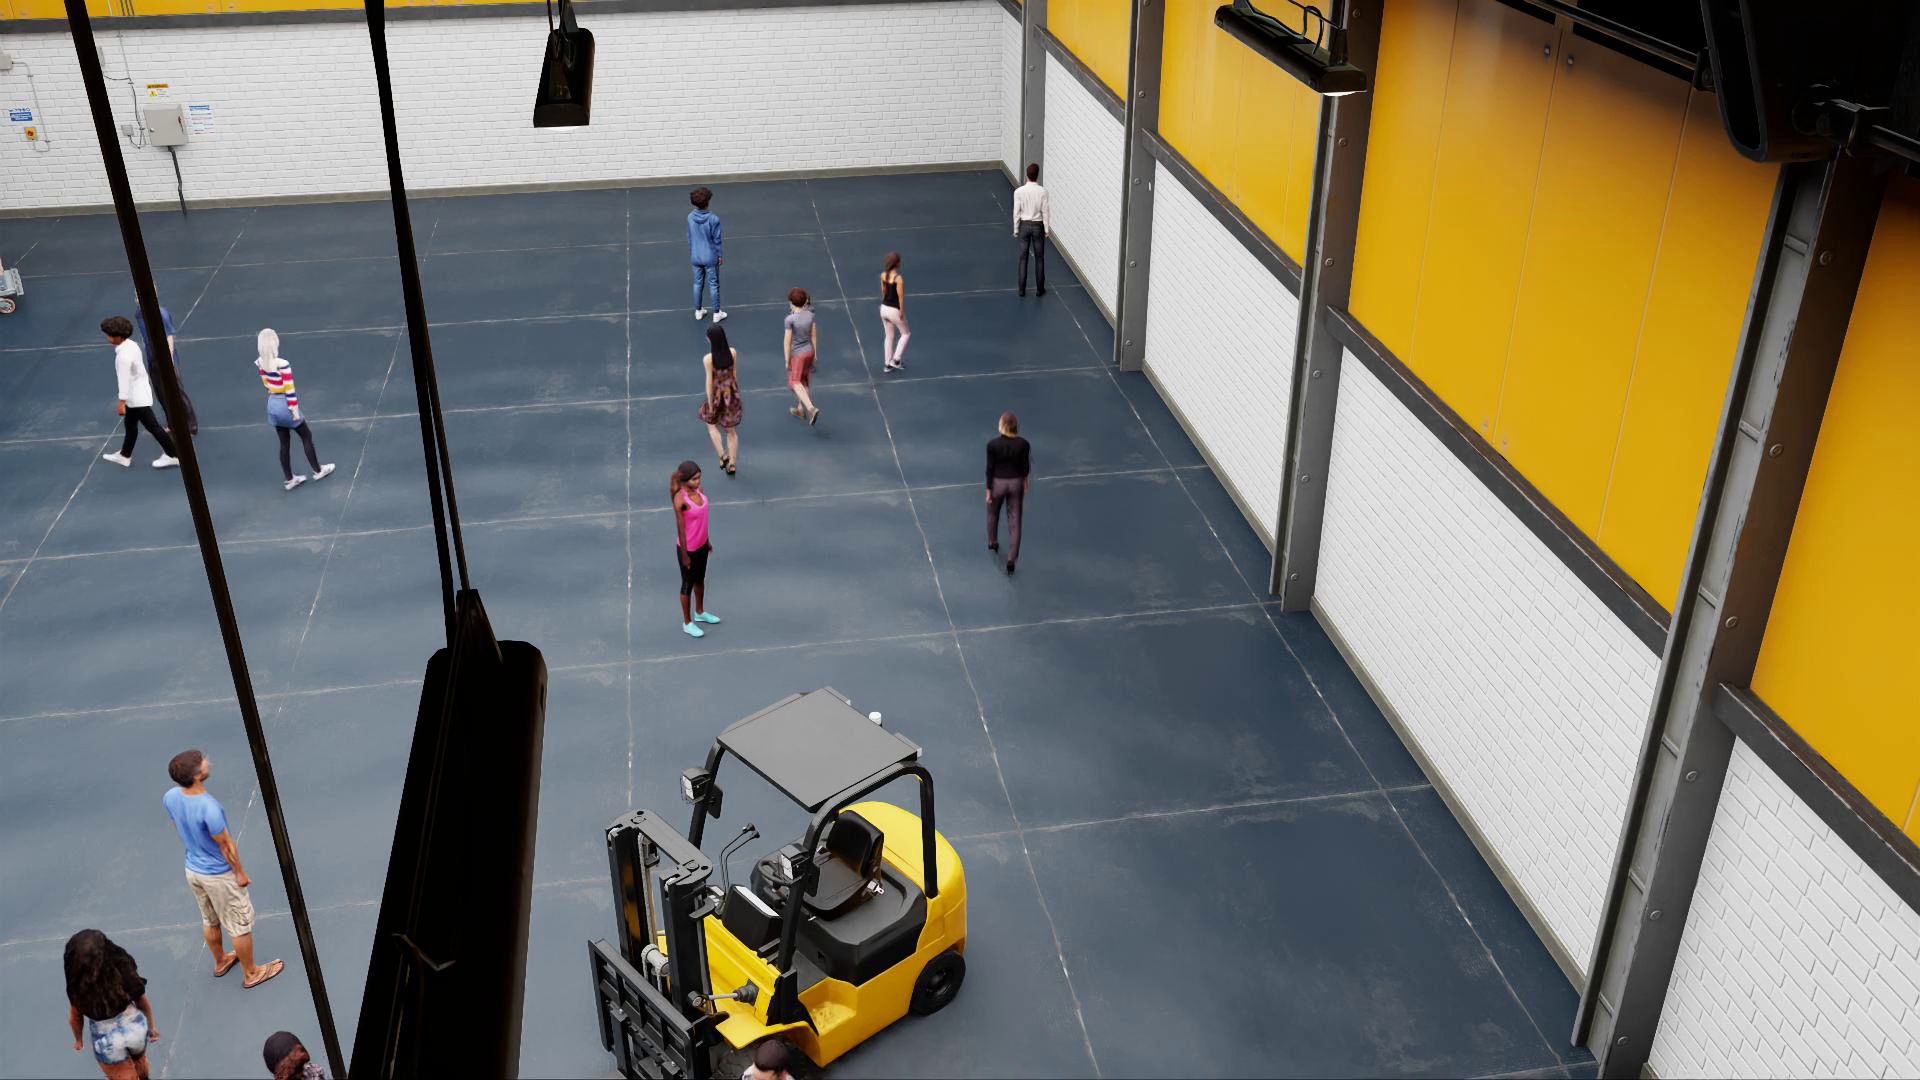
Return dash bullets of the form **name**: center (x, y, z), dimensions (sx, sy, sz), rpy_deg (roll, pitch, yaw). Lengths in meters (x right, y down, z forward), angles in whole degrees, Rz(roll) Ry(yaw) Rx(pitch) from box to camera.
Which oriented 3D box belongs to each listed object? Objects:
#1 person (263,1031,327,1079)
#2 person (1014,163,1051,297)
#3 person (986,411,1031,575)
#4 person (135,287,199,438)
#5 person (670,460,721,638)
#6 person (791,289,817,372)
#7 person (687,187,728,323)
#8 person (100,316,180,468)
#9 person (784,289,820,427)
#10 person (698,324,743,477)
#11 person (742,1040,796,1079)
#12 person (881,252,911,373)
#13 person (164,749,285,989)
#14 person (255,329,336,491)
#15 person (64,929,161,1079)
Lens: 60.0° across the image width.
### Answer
- **person**: center (-3.548, 3.431, 9.120), dimensions (1.079, 1.691, 1.038), rpy_deg (17, 33, 28)
- **person**: center (1.000, -4.306, 23.115), dimensions (0.707, 1.871, 0.629), rpy_deg (2, 29, 4)
- **person**: center (0.470, -0.423, 16.231), dimensions (0.608, 1.647, 0.842), rpy_deg (-4, 29, -8)
- **person**: center (-9.078, -2.053, 18.989), dimensions (0.752, 1.869, 0.779), rpy_deg (14, 31, 24)
- **person**: center (-2.462, 0.048, 15.285), dimensions (0.721, 1.725, 0.650), rpy_deg (15, 32, 25)
- **person**: center (-1.964, -2.633, 20.849), dimensions (0.508, 1.105, 0.507), rpy_deg (-13, 31, -22)
- **person**: center (-3.420, -3.828, 22.310), dimensions (0.754, 1.803, 0.752), rpy_deg (10, 30, 18)
- **person**: center (-8.961, -1.600, 18.256), dimensions (0.806, 1.774, 0.987), rpy_deg (-10, 30, -17)
- **person**: center (-1.814, -2.098, 19.318), dimensions (0.846, 1.633, 1.043), rpy_deg (-19, 34, -31)
- **person**: center (-2.524, -1.469, 18.031), dimensions (0.773, 1.759, 0.836), rpy_deg (-17, 33, -28)
- **person**: center (-0.937, 3.371, 9.076), dimensions (0.960, 1.839, 1.013), rpy_deg (21, 35, 33)
- **person**: center (-0.876, -2.814, 20.712), dimensions (0.661, 1.554, 0.720), rpy_deg (17, 33, 28)
- **person**: center (-5.025, 2.205, 11.188), dimensions (0.738, 1.864, 0.767), rpy_deg (13, 31, 23)
- **person**: center (-7.310, -1.376, 17.825), dimensions (0.909, 1.794, 0.980), rpy_deg (15, 32, 26)
- **person**: center (-4.970, 3.043, 9.930), dimensions (0.947, 1.596, 0.867), rpy_deg (20, 35, 32)
